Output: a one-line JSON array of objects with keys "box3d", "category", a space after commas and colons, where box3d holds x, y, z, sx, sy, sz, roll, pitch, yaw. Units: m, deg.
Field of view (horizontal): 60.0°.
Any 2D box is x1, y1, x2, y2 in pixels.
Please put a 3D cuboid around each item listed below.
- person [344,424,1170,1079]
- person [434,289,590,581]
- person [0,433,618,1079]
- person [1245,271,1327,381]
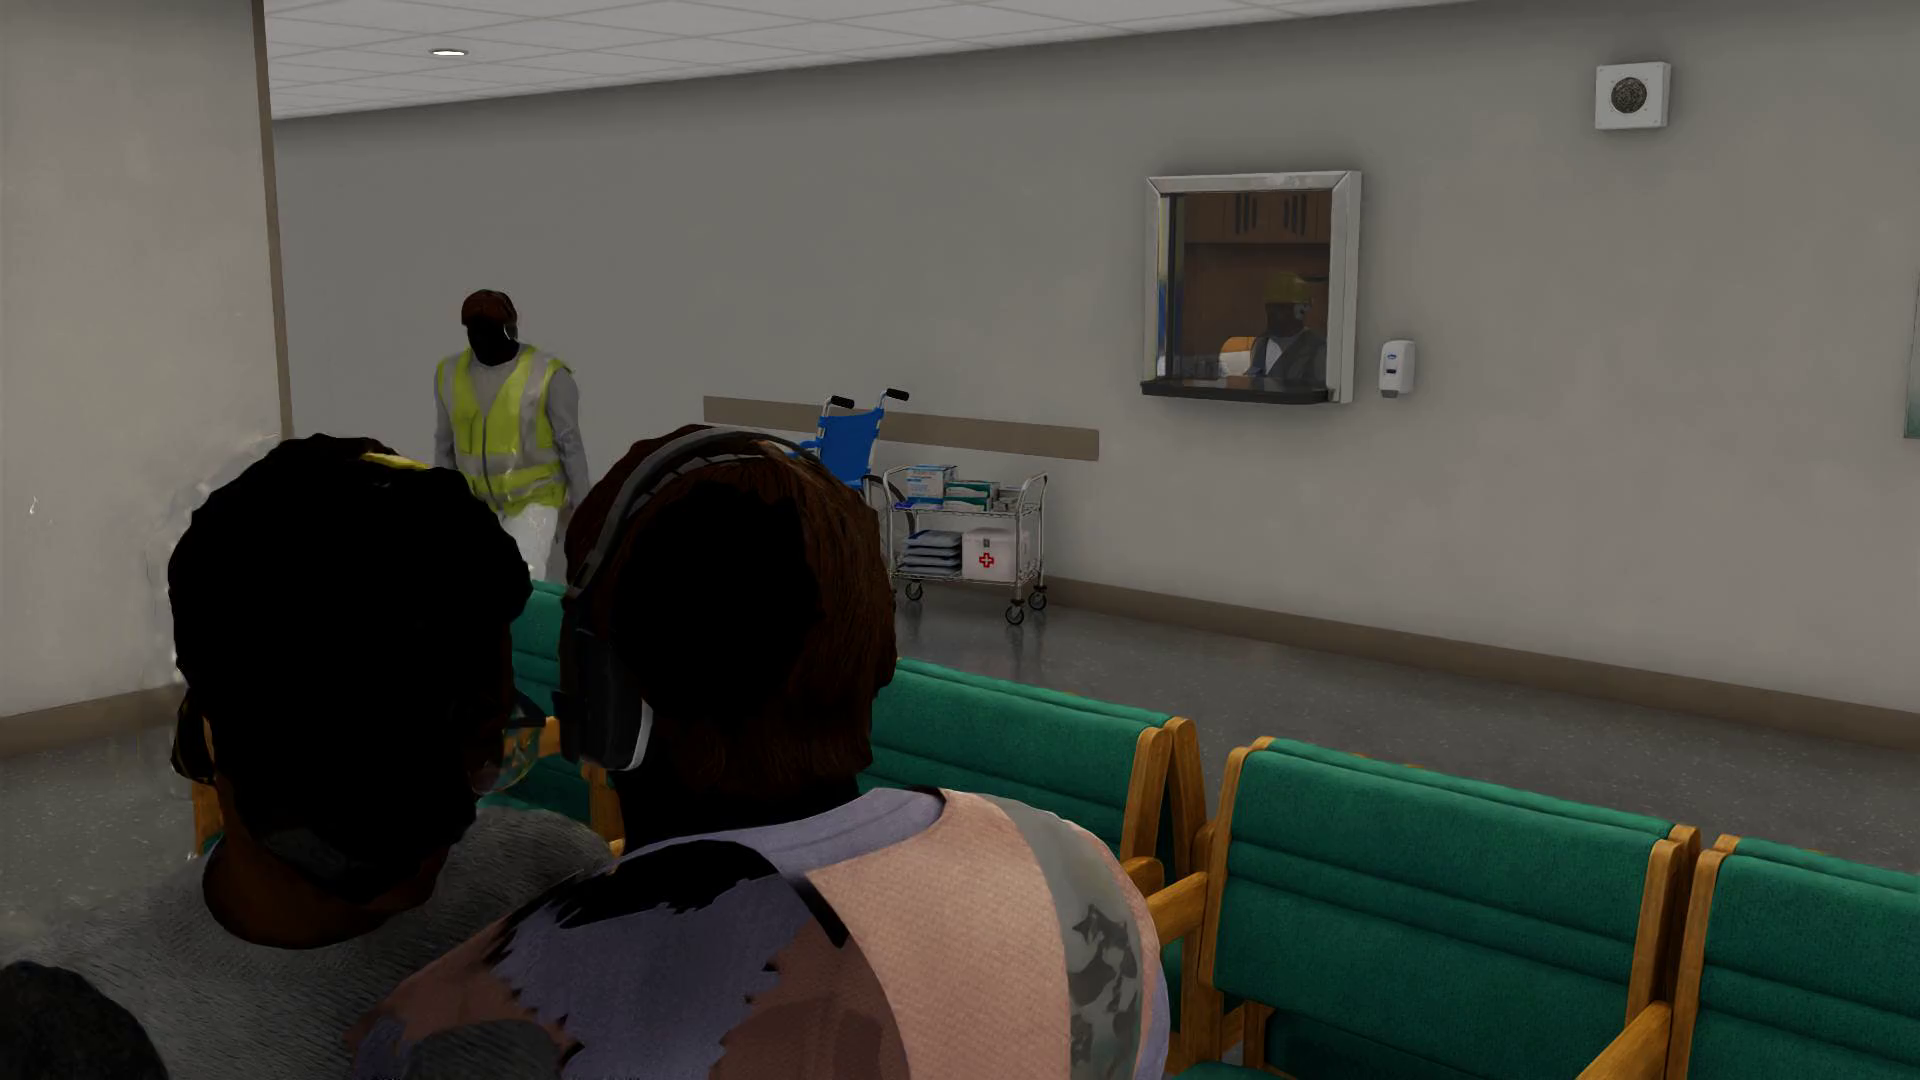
[{"box3d": [-0.148, 0.836, 1.223, 0.624, 1.845, 0.430, -7, 12, -36], "category": "person"}, {"box3d": [-1.899, -0.189, 7.183, 0.645, 1.801, 0.861, 2, 10, 12], "category": "person"}, {"box3d": [-0.411, 0.841, 1.184, 0.597, 1.836, 0.657, -9, 13, -41], "category": "person"}, {"box3d": [1.736, -0.524, 8.984, 0.403, 1.835, 0.586, -7, 12, -35], "category": "person"}]
